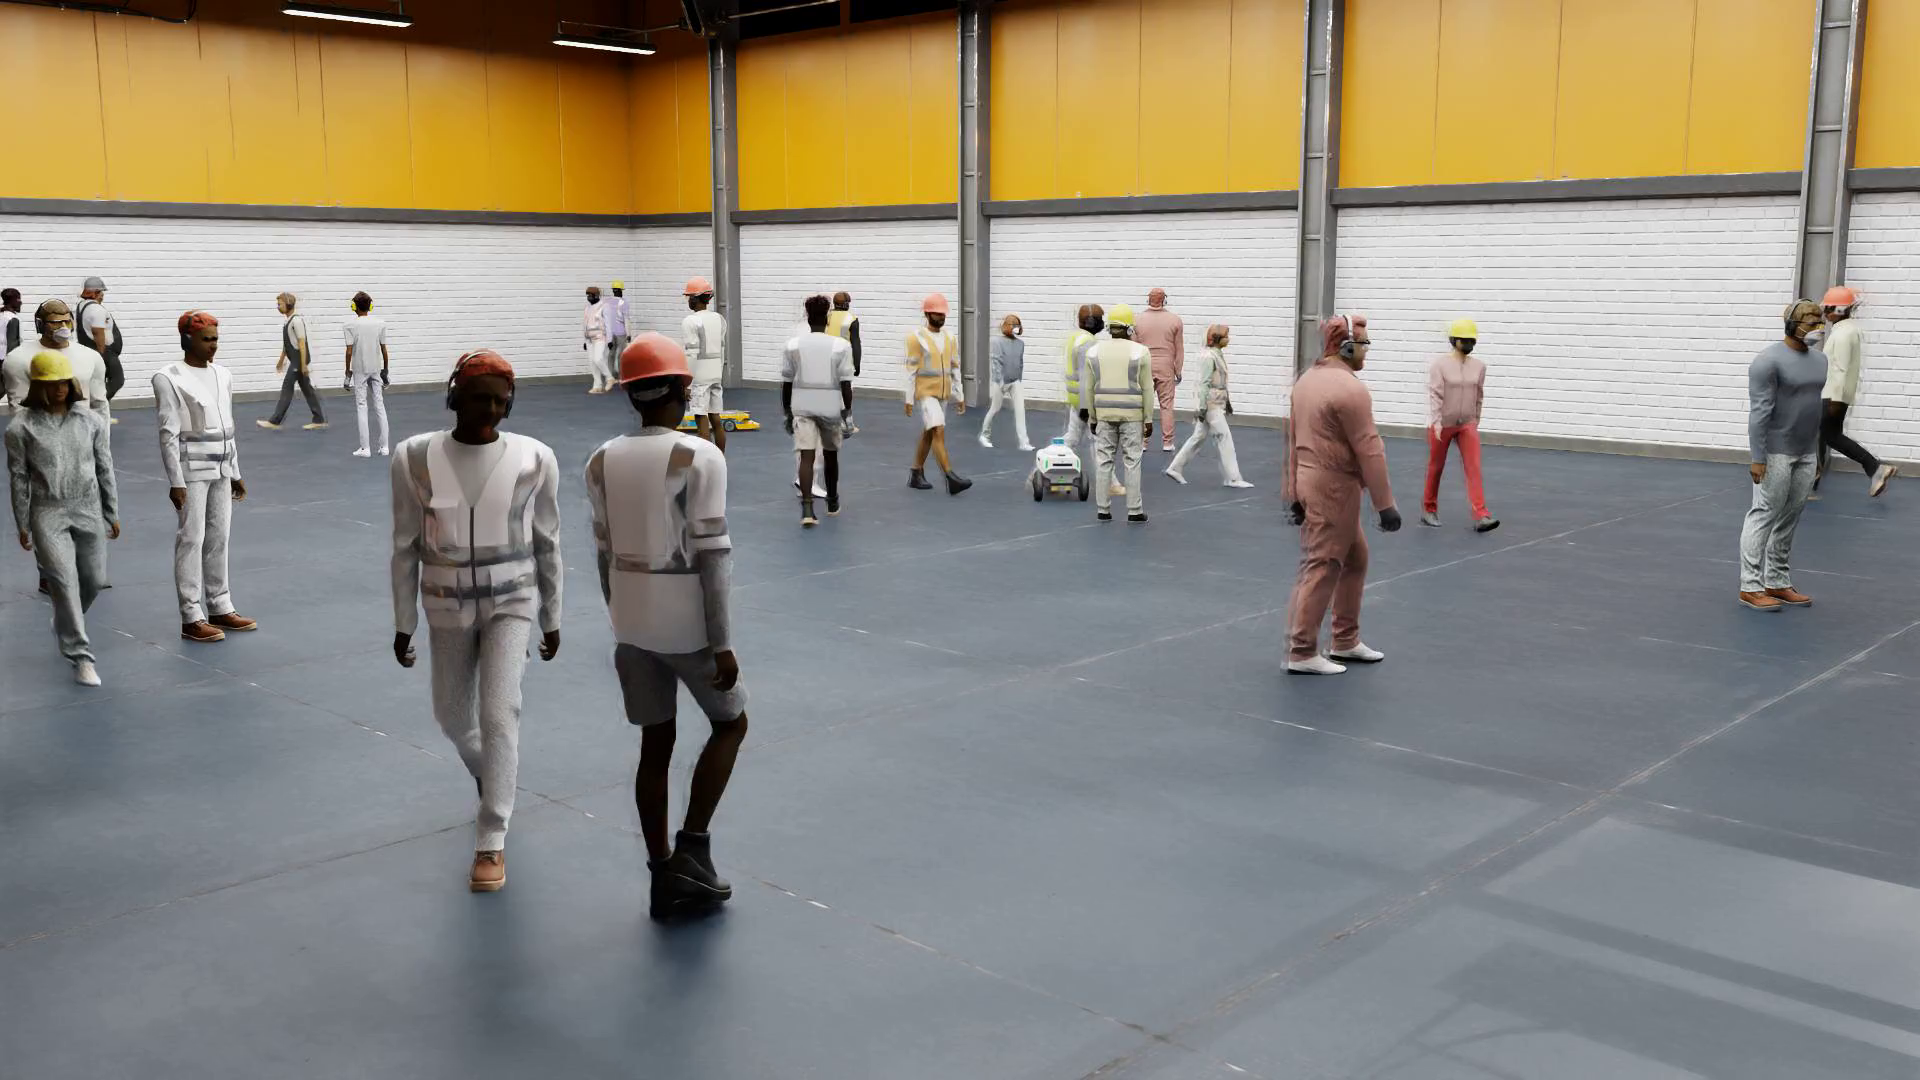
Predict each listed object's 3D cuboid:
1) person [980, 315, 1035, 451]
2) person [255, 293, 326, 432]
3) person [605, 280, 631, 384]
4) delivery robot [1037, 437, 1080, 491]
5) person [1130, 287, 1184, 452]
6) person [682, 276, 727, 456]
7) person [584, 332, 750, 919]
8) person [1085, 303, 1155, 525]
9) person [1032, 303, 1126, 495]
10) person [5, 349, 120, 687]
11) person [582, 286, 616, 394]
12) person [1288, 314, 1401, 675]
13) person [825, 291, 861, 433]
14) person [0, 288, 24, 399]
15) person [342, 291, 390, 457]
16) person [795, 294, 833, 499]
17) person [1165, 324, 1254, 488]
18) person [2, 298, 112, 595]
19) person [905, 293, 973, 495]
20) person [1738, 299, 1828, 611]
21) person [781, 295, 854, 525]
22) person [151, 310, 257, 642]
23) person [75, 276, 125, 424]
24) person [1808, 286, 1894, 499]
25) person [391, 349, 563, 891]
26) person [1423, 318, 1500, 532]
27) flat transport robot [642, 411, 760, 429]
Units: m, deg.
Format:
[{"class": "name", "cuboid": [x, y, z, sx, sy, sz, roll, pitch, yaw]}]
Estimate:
[{"class": "person", "cuboid": [0.544, -1.859, 19.589, 0.512, 1.592, 0.863, -7, 11, -36]}, {"class": "person", "cuboid": [-8.771, -2.305, 21.676, 0.944, 1.799, 0.517, -4, 10, -25]}, {"class": "person", "cuboid": [-6.307, -3.831, 30.697, 0.591, 1.919, 0.403, 5, 11, 30]}, {"class": "delivery robot", "cuboid": [0.908, -0.707, 15.401, 0.477, 0.478, 0.707, -1, 9, -3]}, {"class": "person", "cuboid": [2.273, -1.969, 19.300, 0.642, 1.908, 0.407, 1, 9, 7]}, {"class": "person", "cuboid": [-2.580, -1.600, 16.612, 0.389, 2.045, 0.606, 5, 10, 28]}, {"class": "person", "cuboid": [-0.949, 0.283, 5.464, 0.586, 1.912, 0.440, 5, 11, 28]}, {"class": "person", "cuboid": [1.335, -1.038, 13.801, 0.588, 1.837, 0.404, 4, 10, 23]}, {"class": "person", "cuboid": [1.132, -1.310, 15.569, 0.901, 1.812, 0.633, -1, 9, -5]}, {"class": "person", "cuboid": [-4.652, -0.134, 8.617, 0.732, 1.716, 0.493, 8, 12, 42]}, {"class": "person", "cuboid": [-6.168, -3.385, 28.219, 0.651, 1.828, 0.440, 7, 12, 37]}, {"class": "person", "cuboid": [2.045, -0.223, 8.660, 0.729, 1.880, 0.646, -1, 9, -6]}, {"class": "person", "cuboid": [-1.557, -2.289, 21.513, 0.632, 1.835, 0.432, 5, 10, 27]}, {"class": "person", "cuboid": [-12.625, -2.399, 22.026, 0.592, 1.880, 0.946, 7, 12, 38]}, {"class": "person", "cuboid": [-6.728, -1.871, 18.842, 0.535, 1.859, 0.309, -8, 12, -41]}, {"class": "person", "cuboid": [-1.310, -1.308, 15.293, 0.425, 1.889, 0.642, -1, 9, -8]}, {"class": "person", "cuboid": [2.421, -1.310, 16.223, 0.872, 1.596, 0.528, 3, 10, 17]}, {"class": "person", "cuboid": [-5.881, -0.607, 10.895, 0.368, 1.932, 0.623, 8, 12, 42]}, {"class": "person", "cuboid": [-0.195, -1.379, 15.733, 0.565, 1.882, 0.975, -8, 12, -41]}, {"class": "person", "cuboid": [5.146, -0.528, 10.367, 0.635, 1.936, 0.355, -5, 11, -28]}, {"class": "person", "cuboid": [-1.194, -1.090, 13.927, 0.614, 1.908, 1.020, 0, 9, 1]}, {"class": "person", "cuboid": [-4.338, -0.370, 9.555, 0.356, 1.886, 0.574, 2, 10, 14]}, {"class": "person", "cuboid": [-11.662, -2.571, 22.578, 0.688, 2.000, 0.539, 7, 12, 37]}, {"class": "person", "cuboid": [8.055, -1.326, 15.164, 0.837, 1.970, 0.631, 5, 11, 30]}, {"class": "person", "cuboid": [-1.706, 0.241, 5.932, 0.579, 1.848, 0.822, -2, 9, -10]}, {"class": "person", "cuboid": [4.028, -0.918, 13.428, 0.531, 1.722, 0.908, -2, 9, -10]}, {"class": "flat transport robot", "cuboid": [-3.402, -1.564, 21.814, 1.431, 0.197, 0.652, -3, 10, -19]}]
